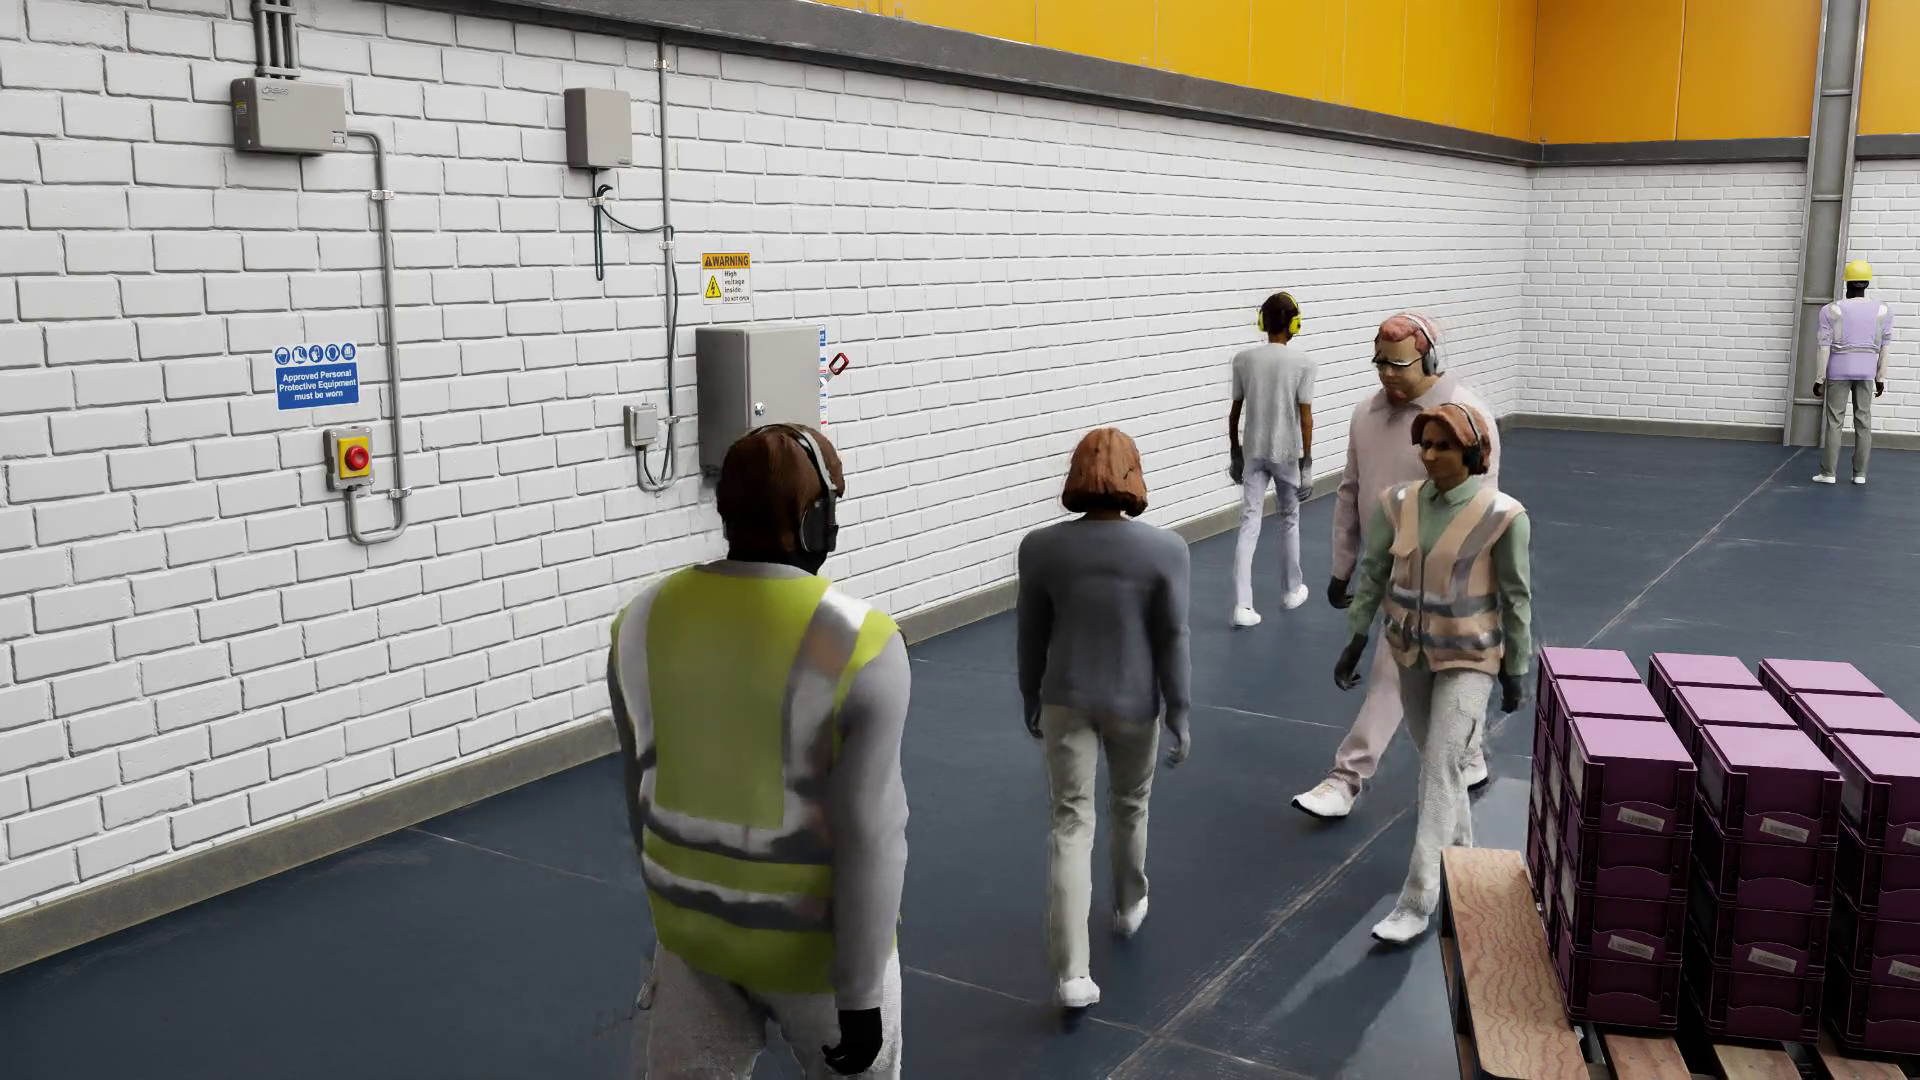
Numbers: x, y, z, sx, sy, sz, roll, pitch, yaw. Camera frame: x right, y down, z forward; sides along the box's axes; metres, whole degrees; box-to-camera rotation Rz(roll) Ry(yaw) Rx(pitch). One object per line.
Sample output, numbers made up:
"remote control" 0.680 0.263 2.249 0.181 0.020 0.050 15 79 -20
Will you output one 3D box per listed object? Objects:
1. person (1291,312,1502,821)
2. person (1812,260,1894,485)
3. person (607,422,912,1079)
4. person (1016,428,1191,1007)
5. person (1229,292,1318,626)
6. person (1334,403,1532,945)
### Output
"person" 1.620 0.107 6.031 0.987 1.841 0.656 -5 11 -24
"person" 7.642 -1.426 14.278 0.587 1.930 0.356 2 10 9
"person" -0.359 0.691 2.961 0.633 1.795 0.979 5 11 25
"person" 0.400 0.475 4.712 0.507 1.583 0.889 2 10 10
"person" 1.724 -0.457 9.221 0.542 1.819 0.973 5 12 28
"person" 1.403 0.395 5.077 0.776 1.606 0.532 -8 13 -36
